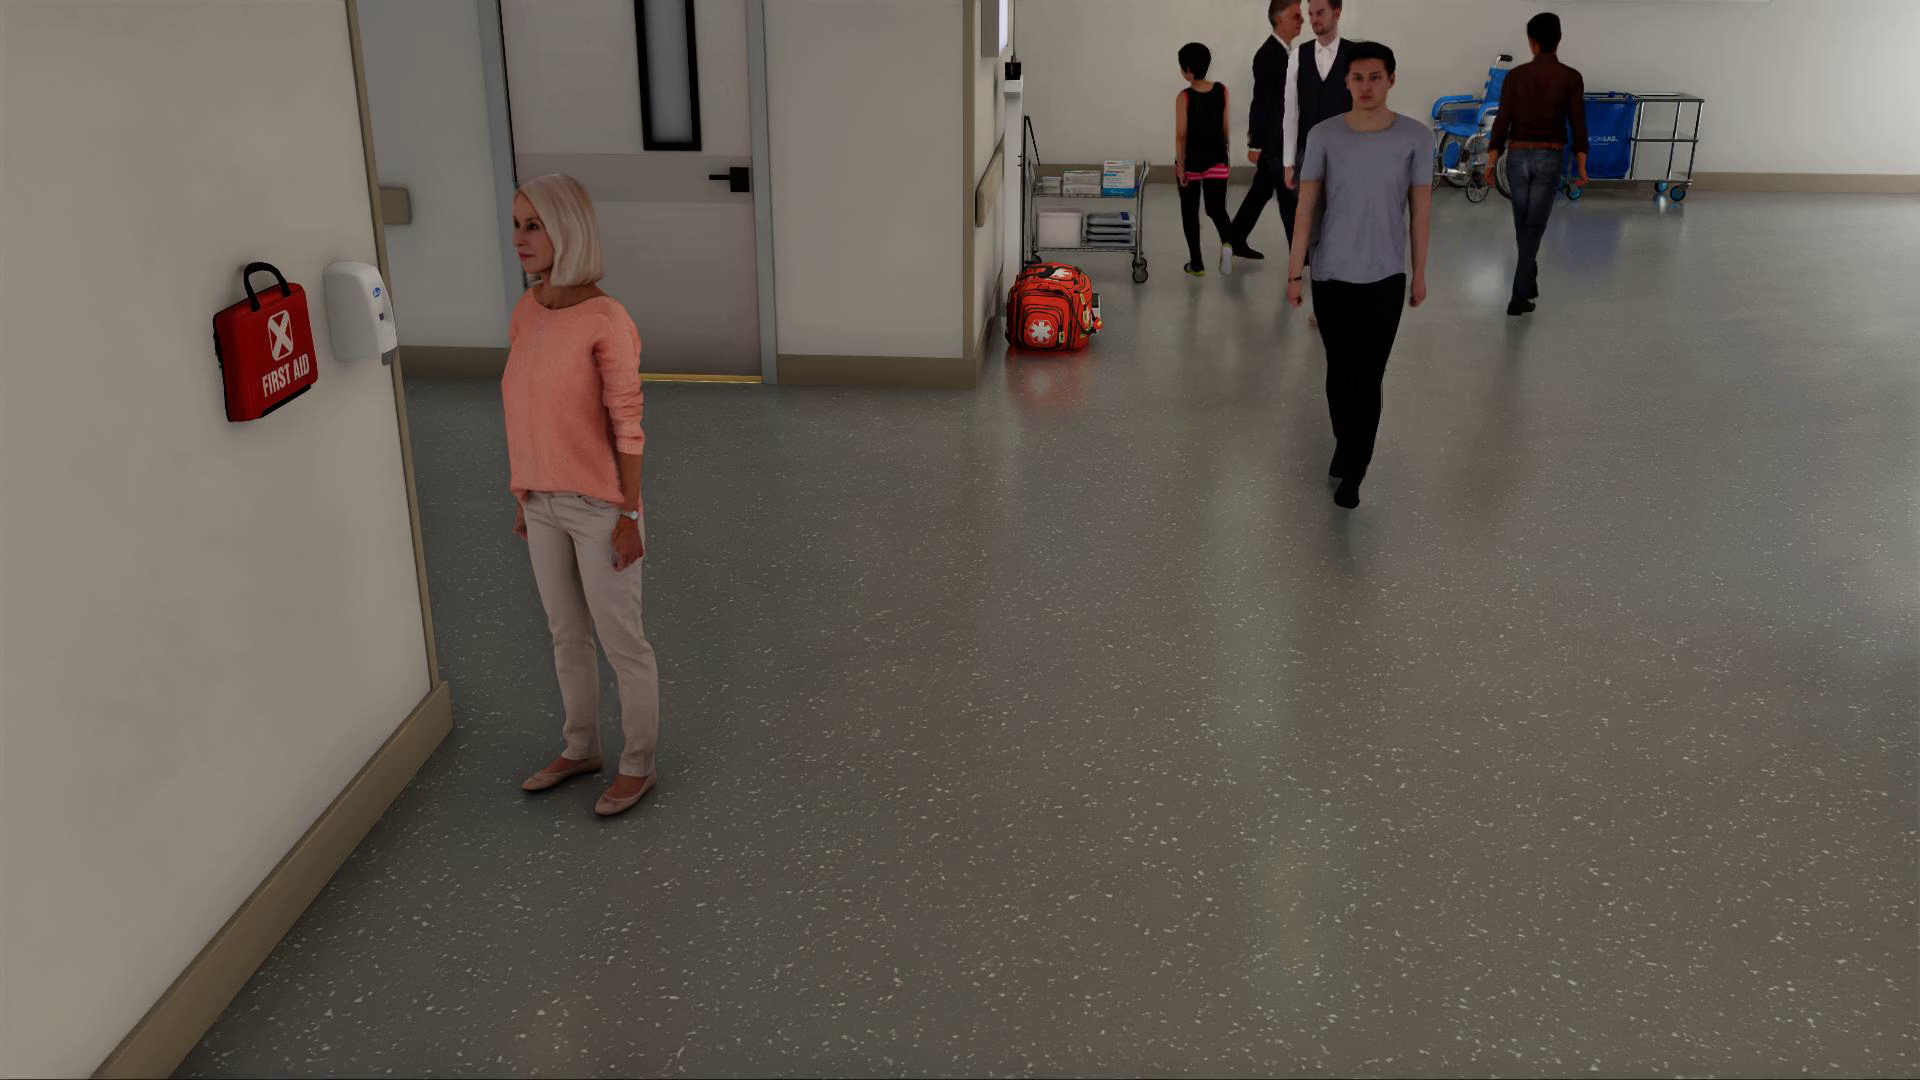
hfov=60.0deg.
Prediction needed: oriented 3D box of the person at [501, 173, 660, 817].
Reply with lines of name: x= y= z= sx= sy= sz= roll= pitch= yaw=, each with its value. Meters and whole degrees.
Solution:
person: x=-0.998 y=-0.105 z=4.413 sx=0.678 sy=1.724 sz=0.681 roll=14 pitch=25 yaw=32

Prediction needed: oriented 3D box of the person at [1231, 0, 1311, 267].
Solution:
person: x=2.096 y=-2.777 z=11.386 sx=0.934 sy=1.783 sz=1.073 roll=8 pitch=22 yaw=21

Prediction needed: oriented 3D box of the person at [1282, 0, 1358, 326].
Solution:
person: x=2.185 y=-2.263 z=9.839 sx=0.809 sy=1.917 sz=0.852 roll=7 pitch=22 yaw=19

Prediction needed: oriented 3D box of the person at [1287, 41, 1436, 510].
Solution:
person: x=1.640 y=-1.066 z=6.825 sx=0.898 sy=1.813 sz=1.237 roll=7 pitch=22 yaw=19

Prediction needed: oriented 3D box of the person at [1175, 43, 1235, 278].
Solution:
person: x=1.606 y=-2.436 z=10.859 sx=0.729 sy=1.518 sz=0.932 roll=-3 pitch=21 yaw=-9

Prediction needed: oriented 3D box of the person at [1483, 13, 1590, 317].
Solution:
person: x=3.411 y=-2.203 z=9.942 sx=0.987 sy=1.731 sz=1.143 roll=12 pitch=24 yaw=29
